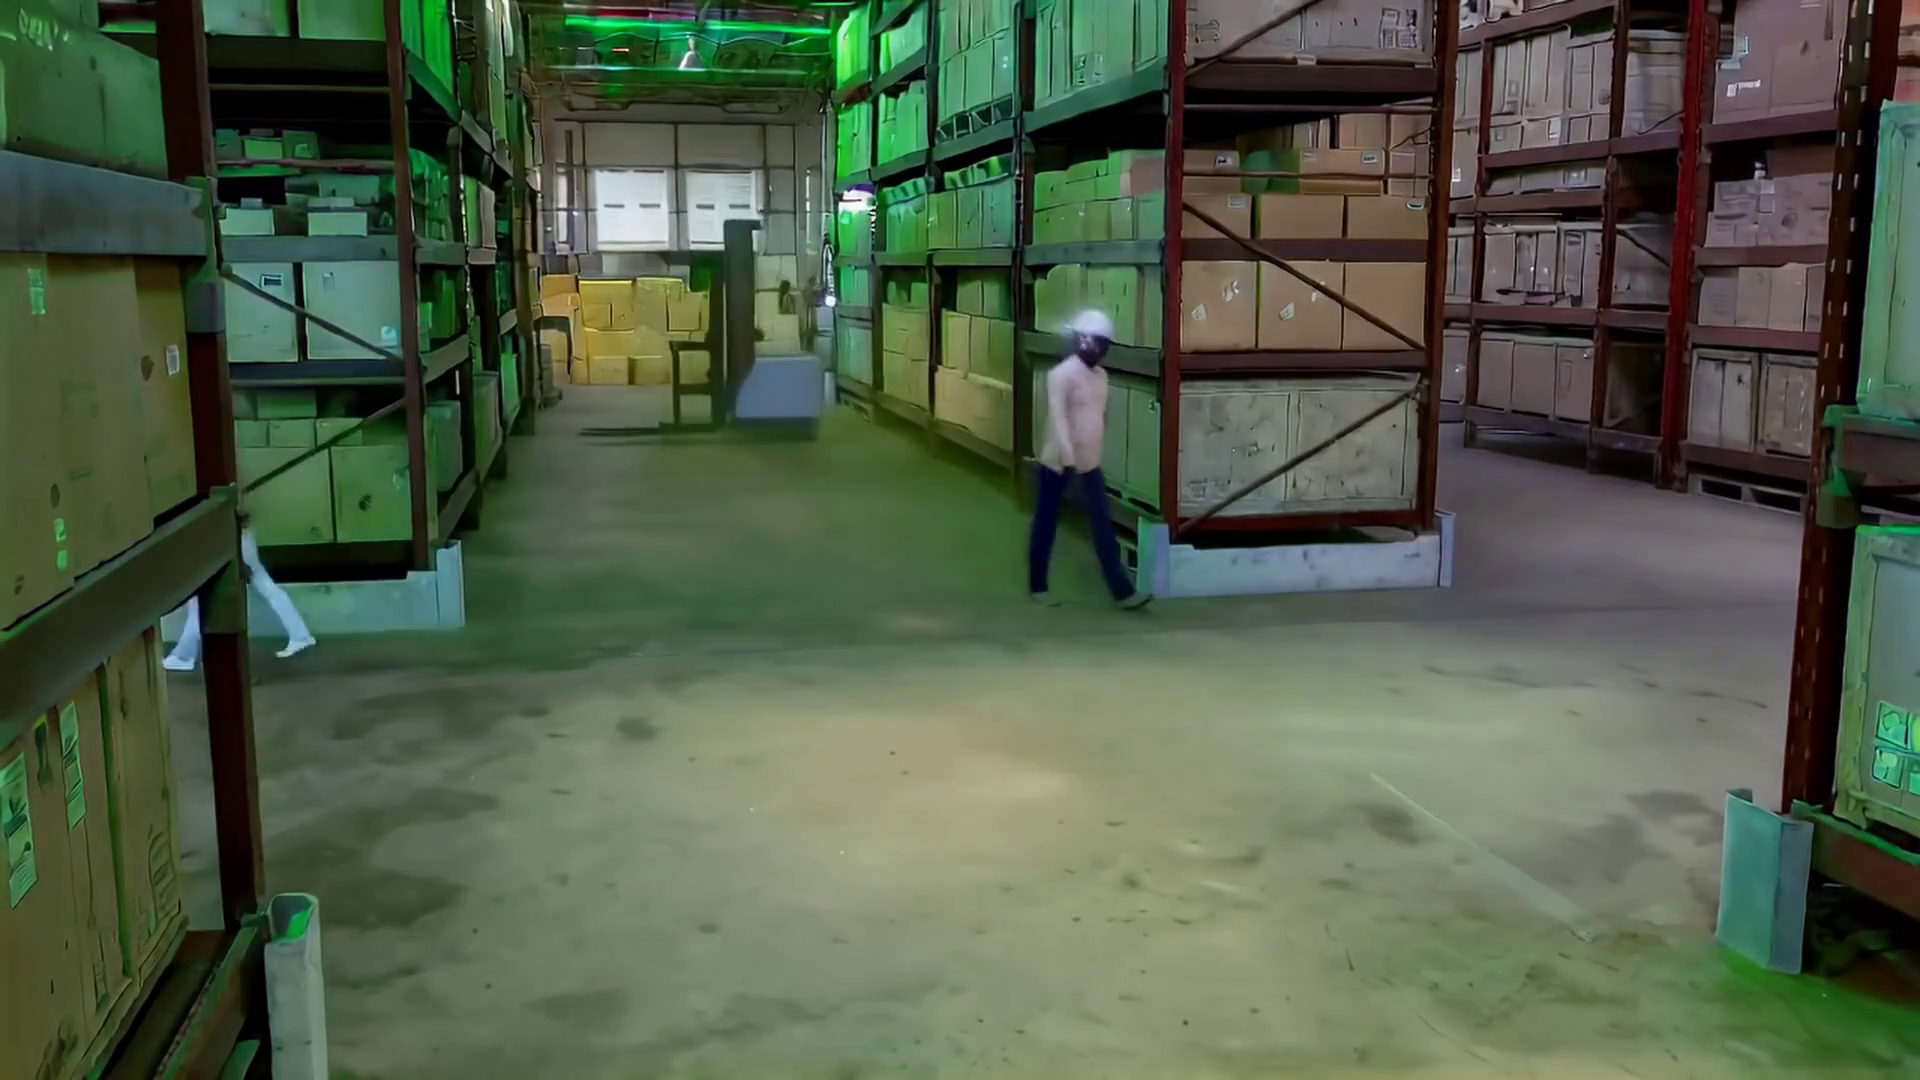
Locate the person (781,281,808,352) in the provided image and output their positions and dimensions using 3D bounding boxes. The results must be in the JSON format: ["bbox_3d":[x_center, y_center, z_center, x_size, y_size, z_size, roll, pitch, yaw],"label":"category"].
[{"bbox_3d":[-4.289,-5.578,41.894,0.980,1.878,0.593,0,9,0],"label":"person"}]

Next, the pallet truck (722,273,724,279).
[{"bbox_3d":[-8.580,-8.986,62.280,1.885,1.965,0.823,1,9,5],"label":"pallet truck"}]

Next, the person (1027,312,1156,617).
[{"bbox_3d":[0.799,-0.467,10.555,0.647,1.920,1.021,-8,12,-41],"label":"person"}]

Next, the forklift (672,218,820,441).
[{"bbox_3d":[-2.808,-2.715,21.373,1.873,2.768,1.129,-2,10,-12],"label":"forklift"}]

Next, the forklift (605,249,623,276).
[{"bbox_3d":[-11.407,-8.233,55.004,1.873,2.768,1.129,-5,11,-29],"label":"forklift"}]

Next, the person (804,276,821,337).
[{"bbox_3d":[-4.718,-7.490,53.342,0.635,1.937,0.352,-7,12,-38],"label":"person"}]

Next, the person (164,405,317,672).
[{"bbox_3d":[-4.052,-0.078,9.223,0.859,1.592,0.509,-2,10,-14],"label":"person"}]

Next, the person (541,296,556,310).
[{"bbox_3d":[-14.527,-8.214,58.794,0.533,1.596,0.825,-4,10,-21],"label":"person"}]
